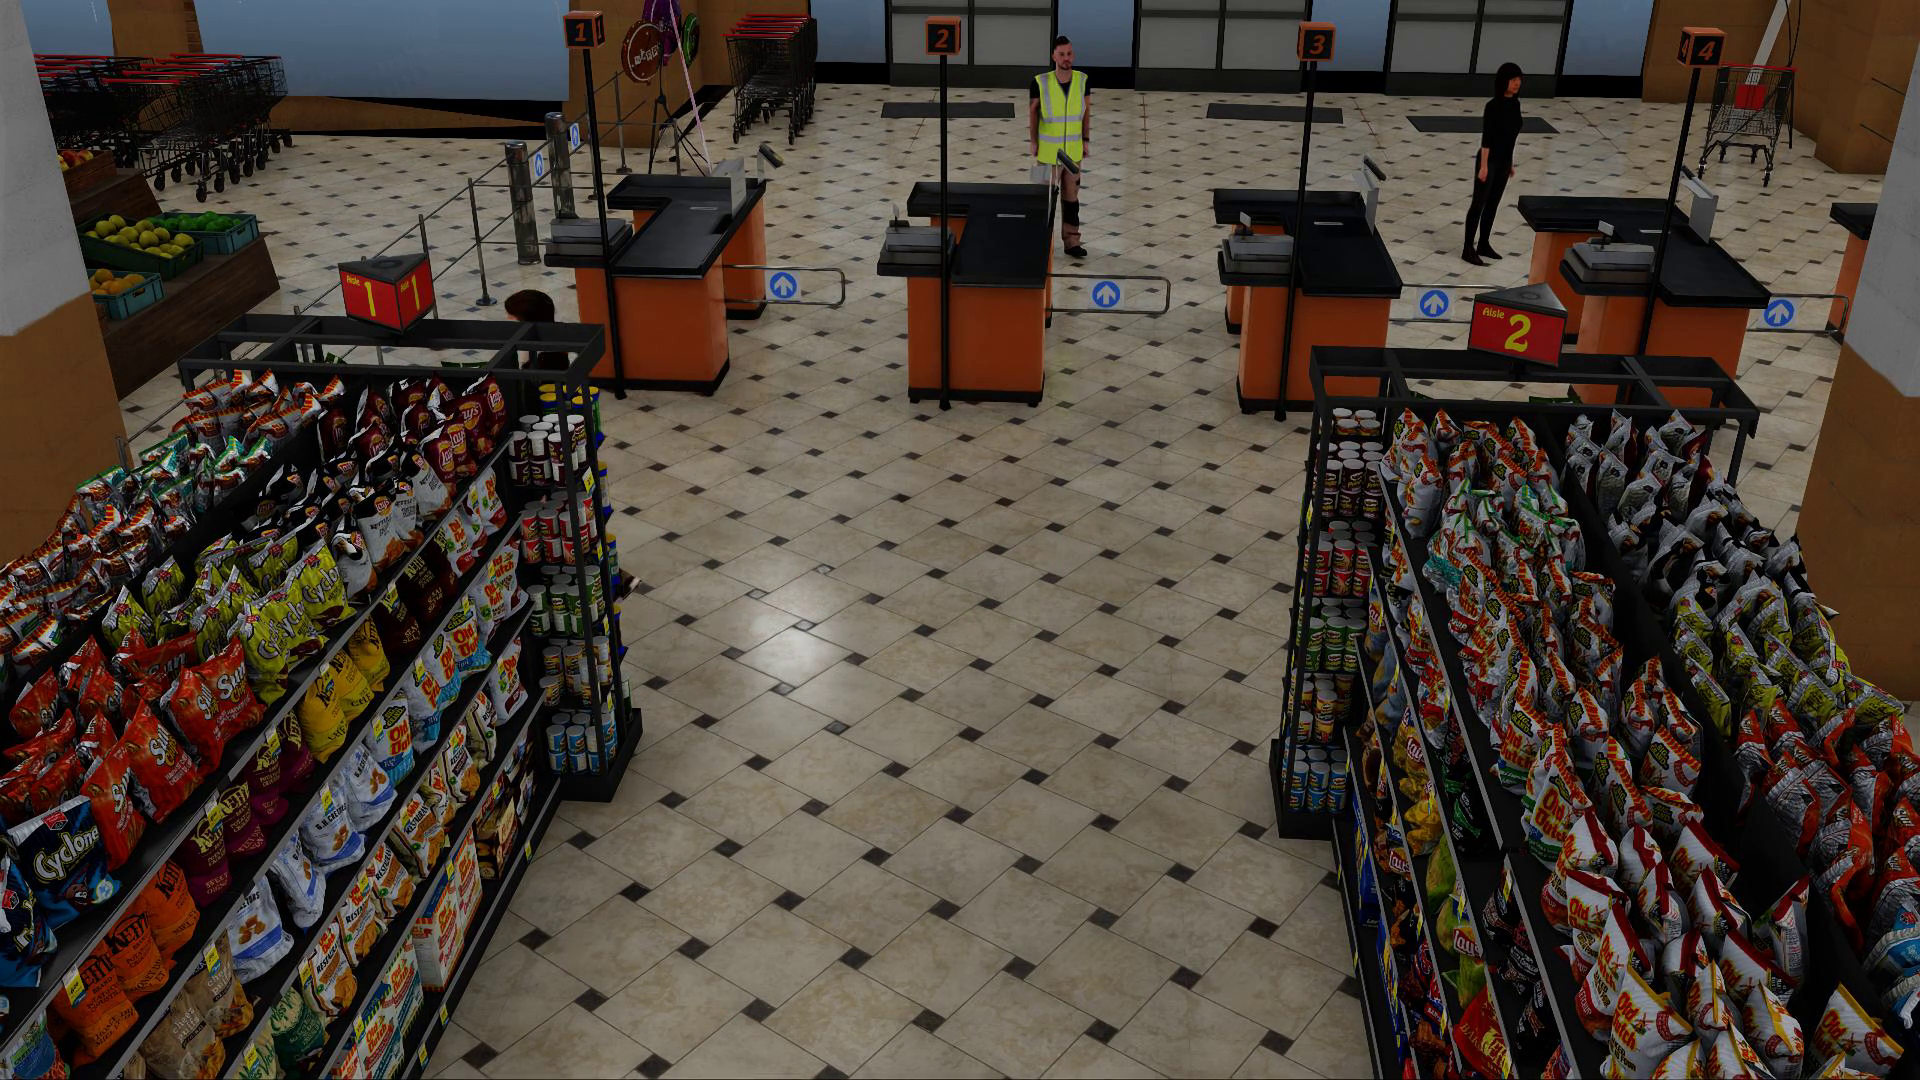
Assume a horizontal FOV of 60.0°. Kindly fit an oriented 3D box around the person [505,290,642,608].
[{"bbox_3d":[-1.899,-0.340,8.114,0.777,1.838,0.795,-1,27,-2],"label":"person"}]

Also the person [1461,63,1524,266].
[{"bbox_3d":[4.446,-3.148,13.867,0.654,1.642,0.691,-17,31,-30],"label":"person"}]

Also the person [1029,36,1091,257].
[{"bbox_3d":[0.838,-3.268,13.877,0.809,1.847,0.843,-8,28,-15],"label":"person"}]
